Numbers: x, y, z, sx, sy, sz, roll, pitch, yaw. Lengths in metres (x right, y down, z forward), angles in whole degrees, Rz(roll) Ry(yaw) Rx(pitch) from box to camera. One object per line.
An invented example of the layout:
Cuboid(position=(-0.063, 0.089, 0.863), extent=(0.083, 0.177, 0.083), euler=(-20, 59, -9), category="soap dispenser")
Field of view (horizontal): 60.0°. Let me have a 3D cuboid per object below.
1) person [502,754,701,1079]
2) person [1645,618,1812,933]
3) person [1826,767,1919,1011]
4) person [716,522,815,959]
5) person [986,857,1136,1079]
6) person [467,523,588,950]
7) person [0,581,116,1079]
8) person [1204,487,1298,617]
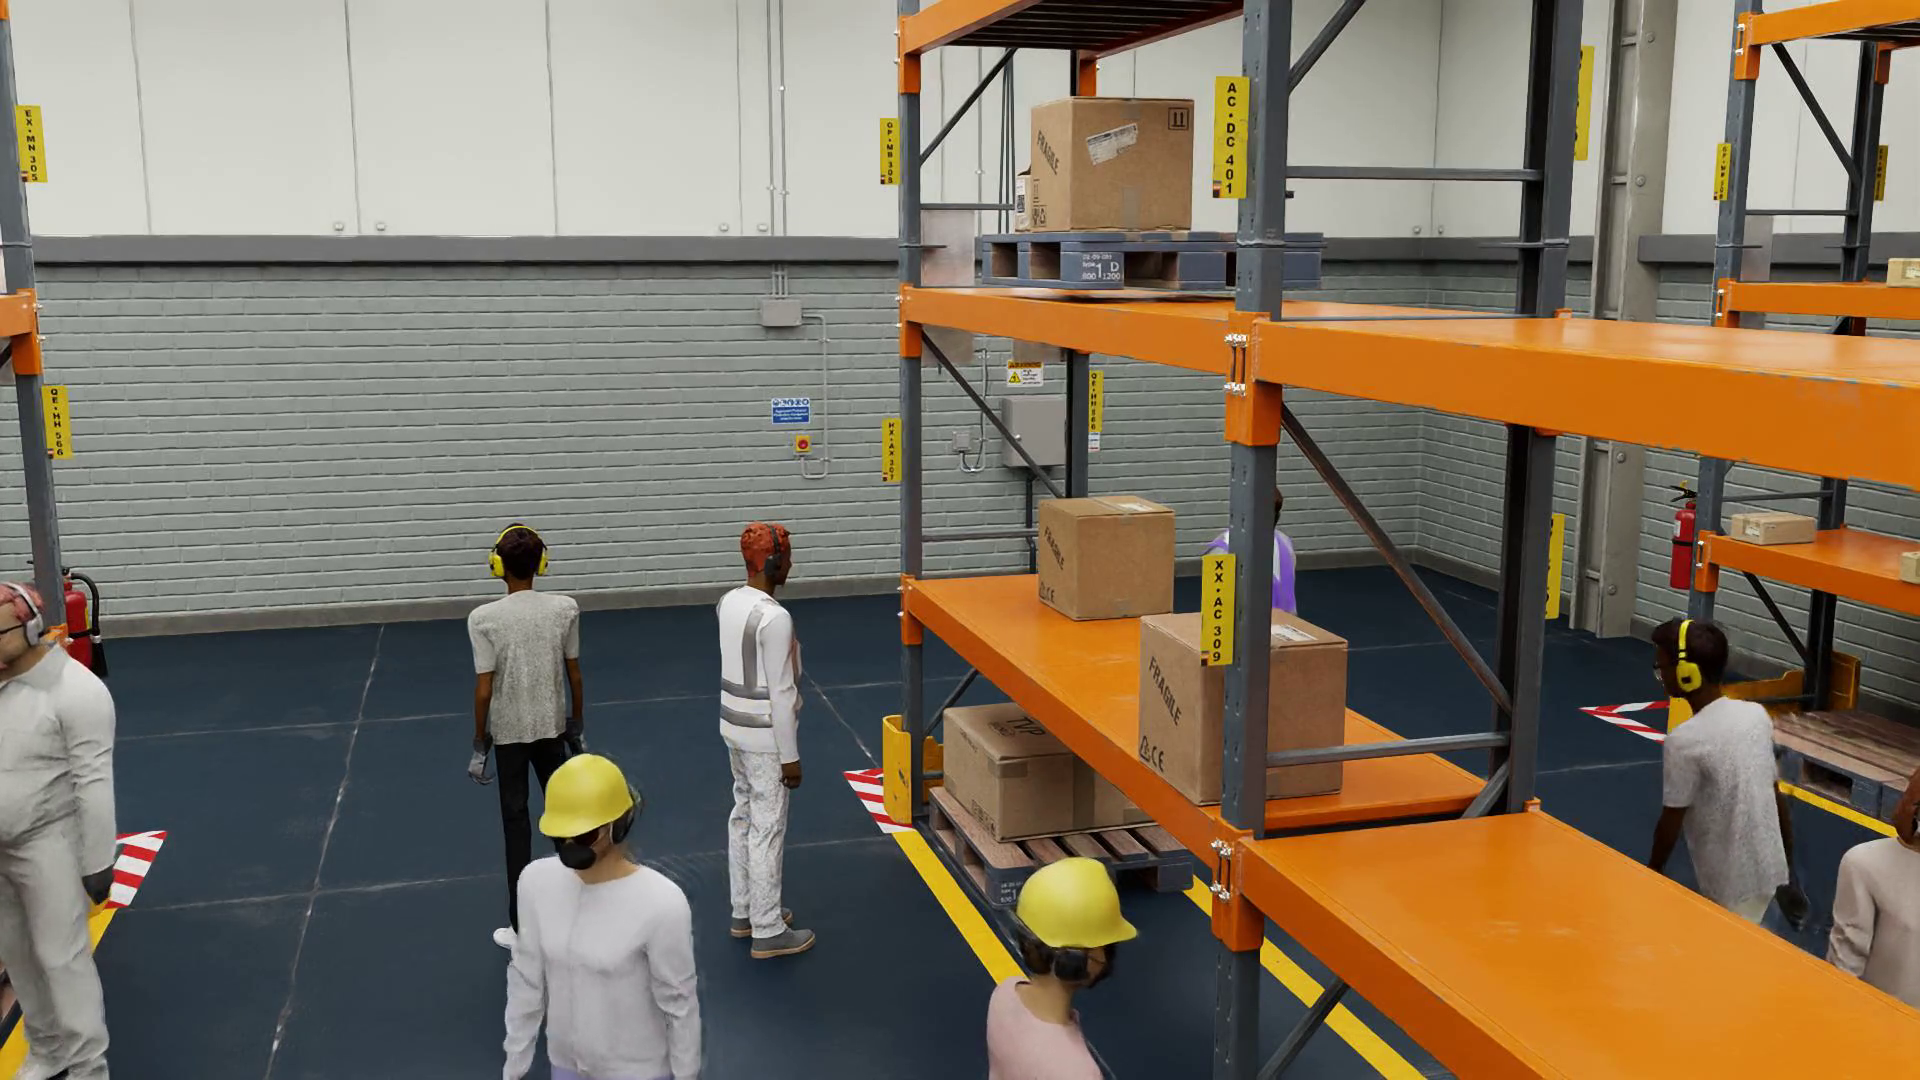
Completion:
Cuboid(position=(-0.948, 1.405, 4.398), extent=(0.540, 1.756, 0.386), euler=(5, 11, 27), category="person")
Cuboid(position=(2.545, 1.168, 5.553), extent=(0.510, 1.812, 0.834), euler=(-9, 13, -42), category="person")
Cuboid(position=(2.732, 1.403, 4.737), extent=(0.507, 1.631, 0.277), euler=(2, 10, 14), category="person")
Cuboid(position=(-0.850, 0.853, 7.179), extent=(0.359, 1.880, 0.575), euler=(-6, 12, -30), category="person")
Cuboid(position=(0.197, 1.538, 3.625), extent=(0.357, 1.758, 0.525), euler=(-3, 10, -14), category="person")
Cuboid(position=(-1.865, 0.856, 7.181), extent=(0.526, 1.869, 0.315), euler=(-7, 12, -36), category="person")
Cuboid(position=(-3.257, 1.078, 5.826), extent=(0.662, 1.904, 0.413), euler=(3, 11, 19), category="person")
Cuboid(position=(1.540, 0.602, 8.716), extent=(0.633, 1.839, 0.428), euler=(-9, 13, -42), category="person")
